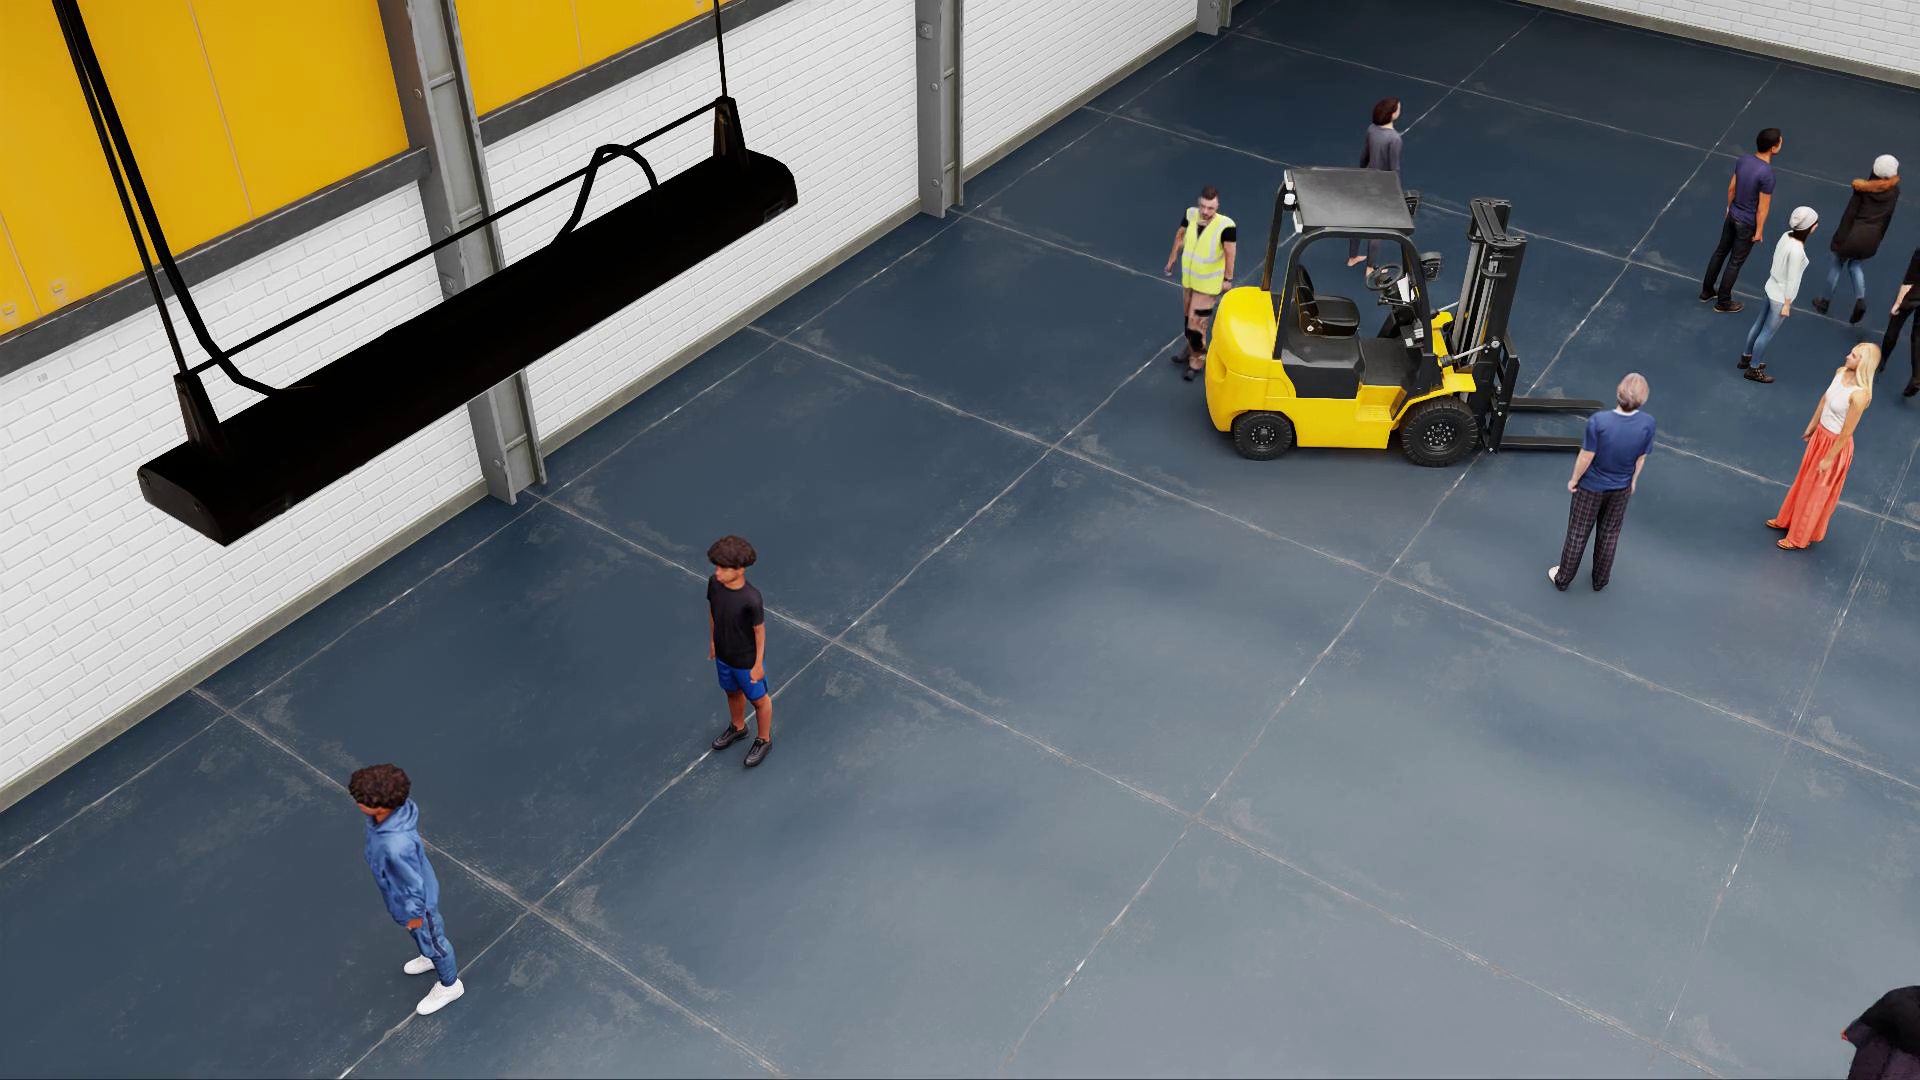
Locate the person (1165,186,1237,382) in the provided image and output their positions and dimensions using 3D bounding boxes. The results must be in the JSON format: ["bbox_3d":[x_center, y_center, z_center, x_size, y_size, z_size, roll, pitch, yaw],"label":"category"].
[{"bbox_3d":[2.173,-2.307,14.538,0.874,1.825,0.833,-23,44,-26],"label":"person"}]

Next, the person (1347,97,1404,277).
[{"bbox_3d":[3.997,-3.400,15.953,0.653,1.767,0.678,-22,44,-25],"label":"person"}]

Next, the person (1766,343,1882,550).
[{"bbox_3d":[6.572,-0.715,12.562,0.780,1.803,0.680,3,39,3],"label":"person"}]

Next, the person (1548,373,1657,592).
[{"bbox_3d":[4.704,-0.407,12.122,0.738,1.871,0.728,3,39,4],"label":"person"}]

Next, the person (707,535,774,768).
[{"bbox_3d":[-1.426,0.701,10.792,0.582,1.799,0.562,23,44,27],"label":"person"}]

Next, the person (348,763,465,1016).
[{"bbox_3d":[-3.070,1.915,9.262,0.746,1.810,0.762,-17,42,-21],"label":"person"}]

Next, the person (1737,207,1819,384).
[{"bbox_3d":[7.144,-2.157,14.494,0.702,1.645,0.589,4,39,5],"label":"person"}]

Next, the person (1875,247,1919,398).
[{"bbox_3d":[8.298,-2.009,14.331,0.876,1.617,1.107,6,39,7],"label":"person"}]

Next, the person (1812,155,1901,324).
[{"bbox_3d":[8.263,-2.730,15.230,0.896,1.621,0.984,-3,39,-3],"label":"person"}]

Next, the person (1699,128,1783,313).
[{"bbox_3d":[7.242,-2.971,15.395,0.737,1.793,0.717,-12,40,-14],"label":"person"}]
